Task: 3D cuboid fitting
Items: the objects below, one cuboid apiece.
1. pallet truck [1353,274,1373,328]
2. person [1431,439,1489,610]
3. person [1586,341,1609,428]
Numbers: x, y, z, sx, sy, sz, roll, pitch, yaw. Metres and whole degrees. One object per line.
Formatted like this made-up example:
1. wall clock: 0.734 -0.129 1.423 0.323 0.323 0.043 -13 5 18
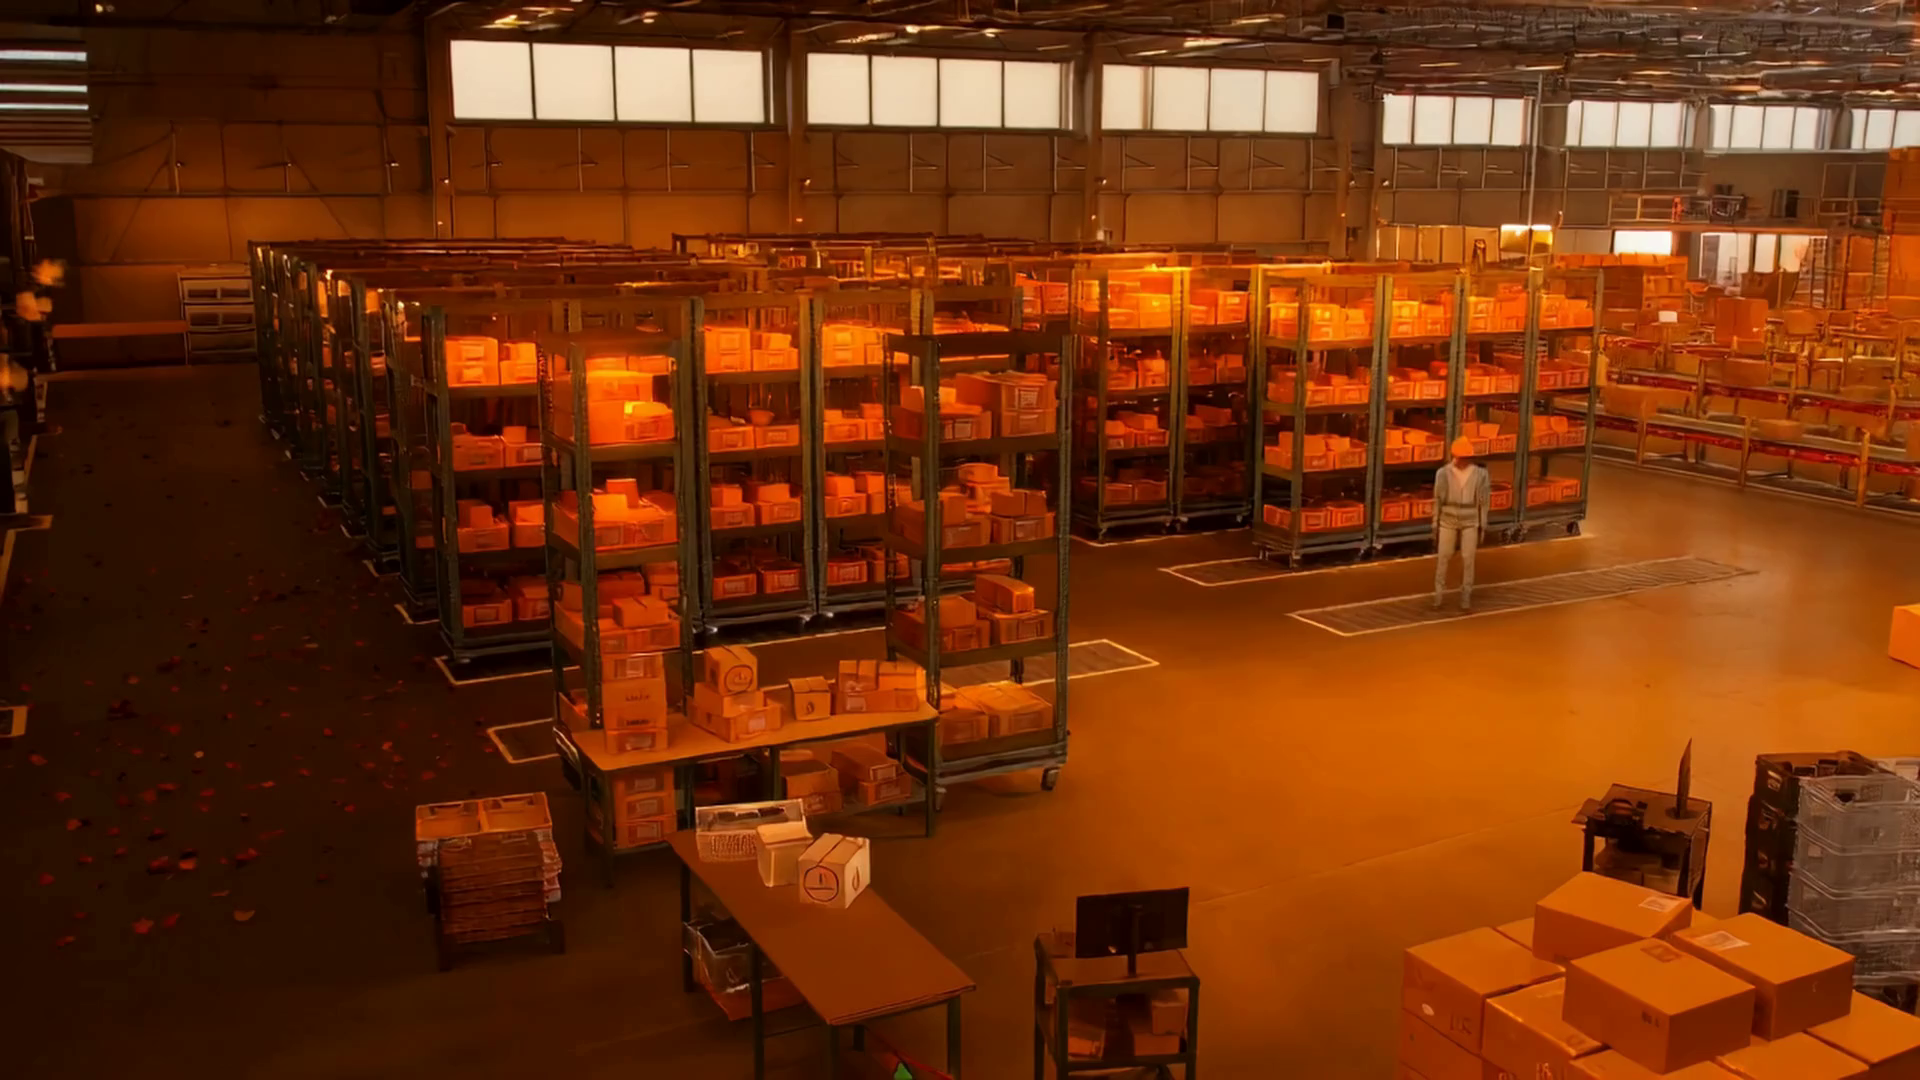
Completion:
1. pallet truck: 13.011 -8.050 55.243 0.823 1.965 1.885 -7 14 -28
2. person: 5.565 -0.178 18.560 0.602 1.940 0.401 3 13 15
3. person: 12.151 -2.910 31.767 0.523 1.760 0.327 -8 14 -32
